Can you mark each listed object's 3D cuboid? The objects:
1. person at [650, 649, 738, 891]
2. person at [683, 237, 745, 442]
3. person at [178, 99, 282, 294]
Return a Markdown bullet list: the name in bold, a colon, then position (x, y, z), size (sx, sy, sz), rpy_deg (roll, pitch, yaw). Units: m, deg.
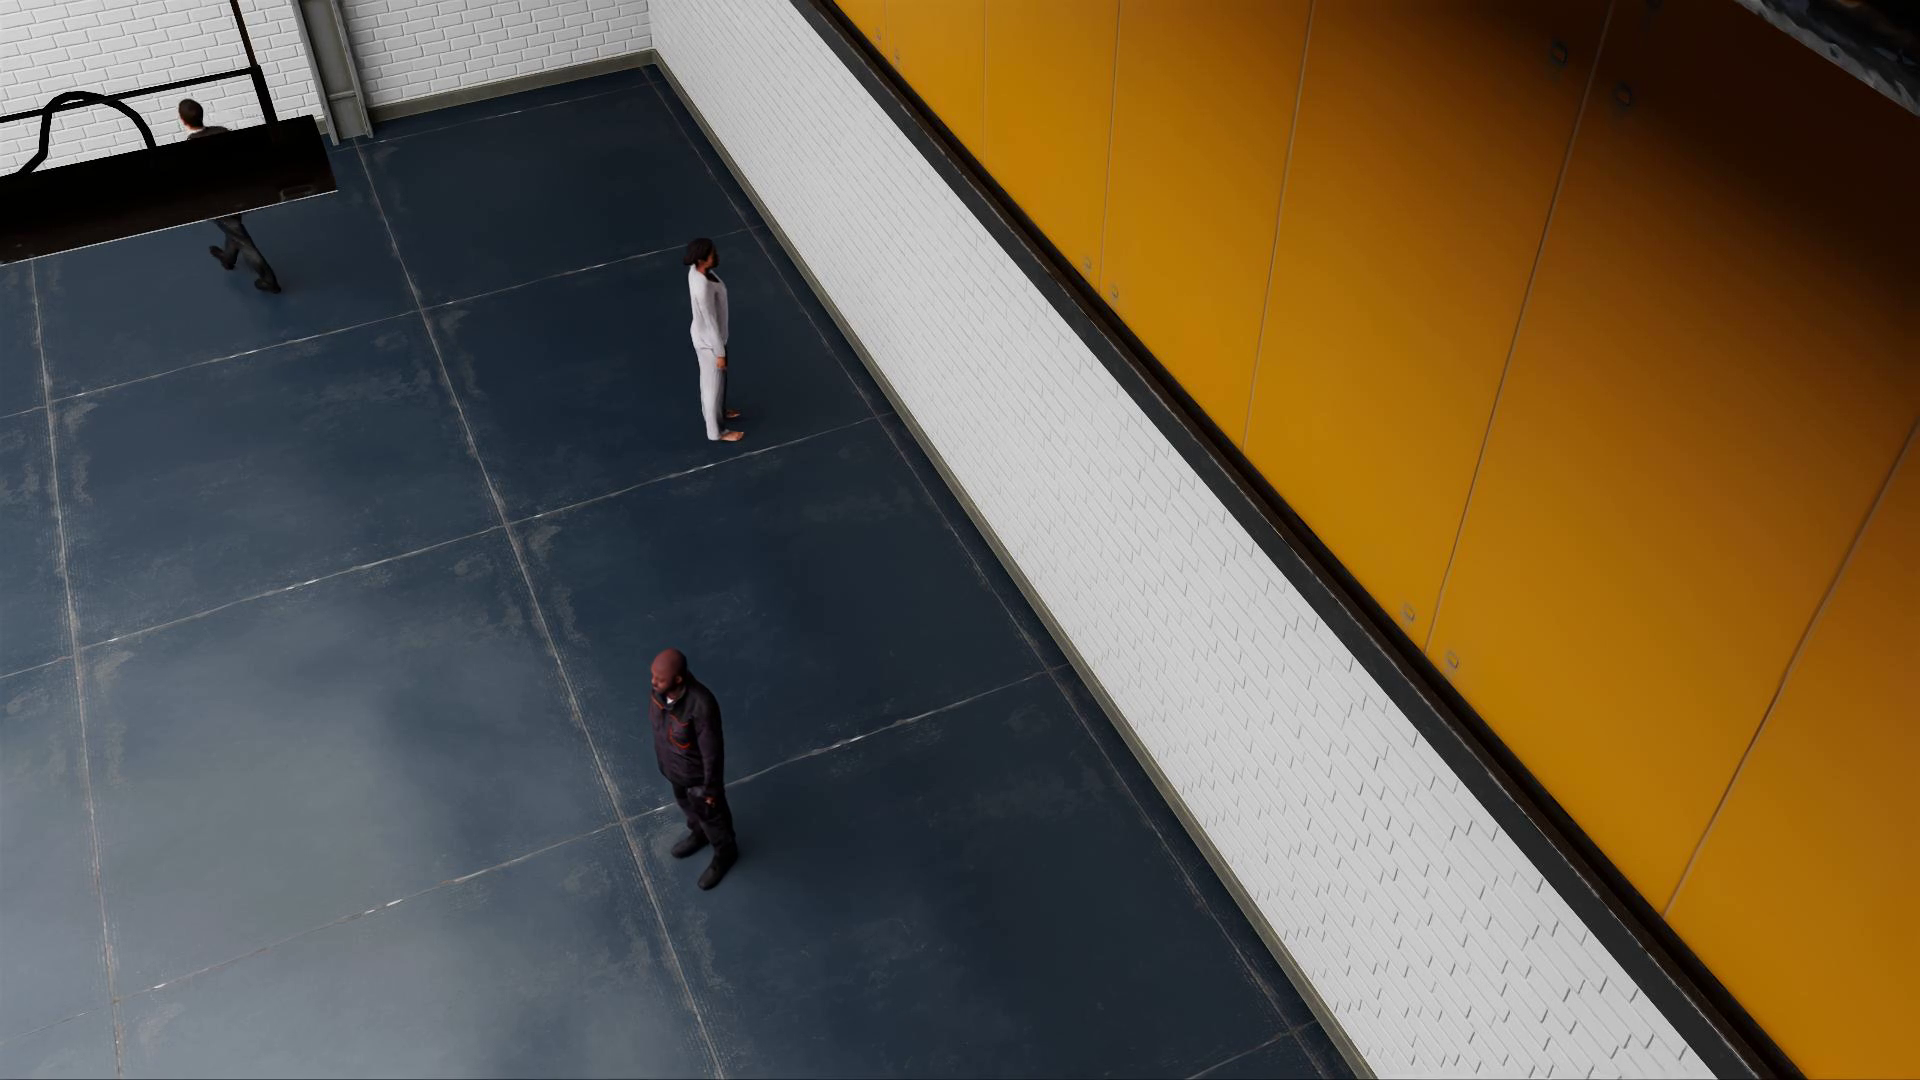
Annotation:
- **person**: position (-1.525, 1.258, 9.622), size (0.788, 1.814, 0.761), rpy_deg (33, 52, 30)
- **person**: position (-1.897, -1.539, 12.615), size (0.597, 1.736, 0.681), rpy_deg (-9, 44, -10)
- **person**: position (-6.116, -2.837, 13.952), size (1.156, 1.770, 1.153), rpy_deg (20, 47, 20)
